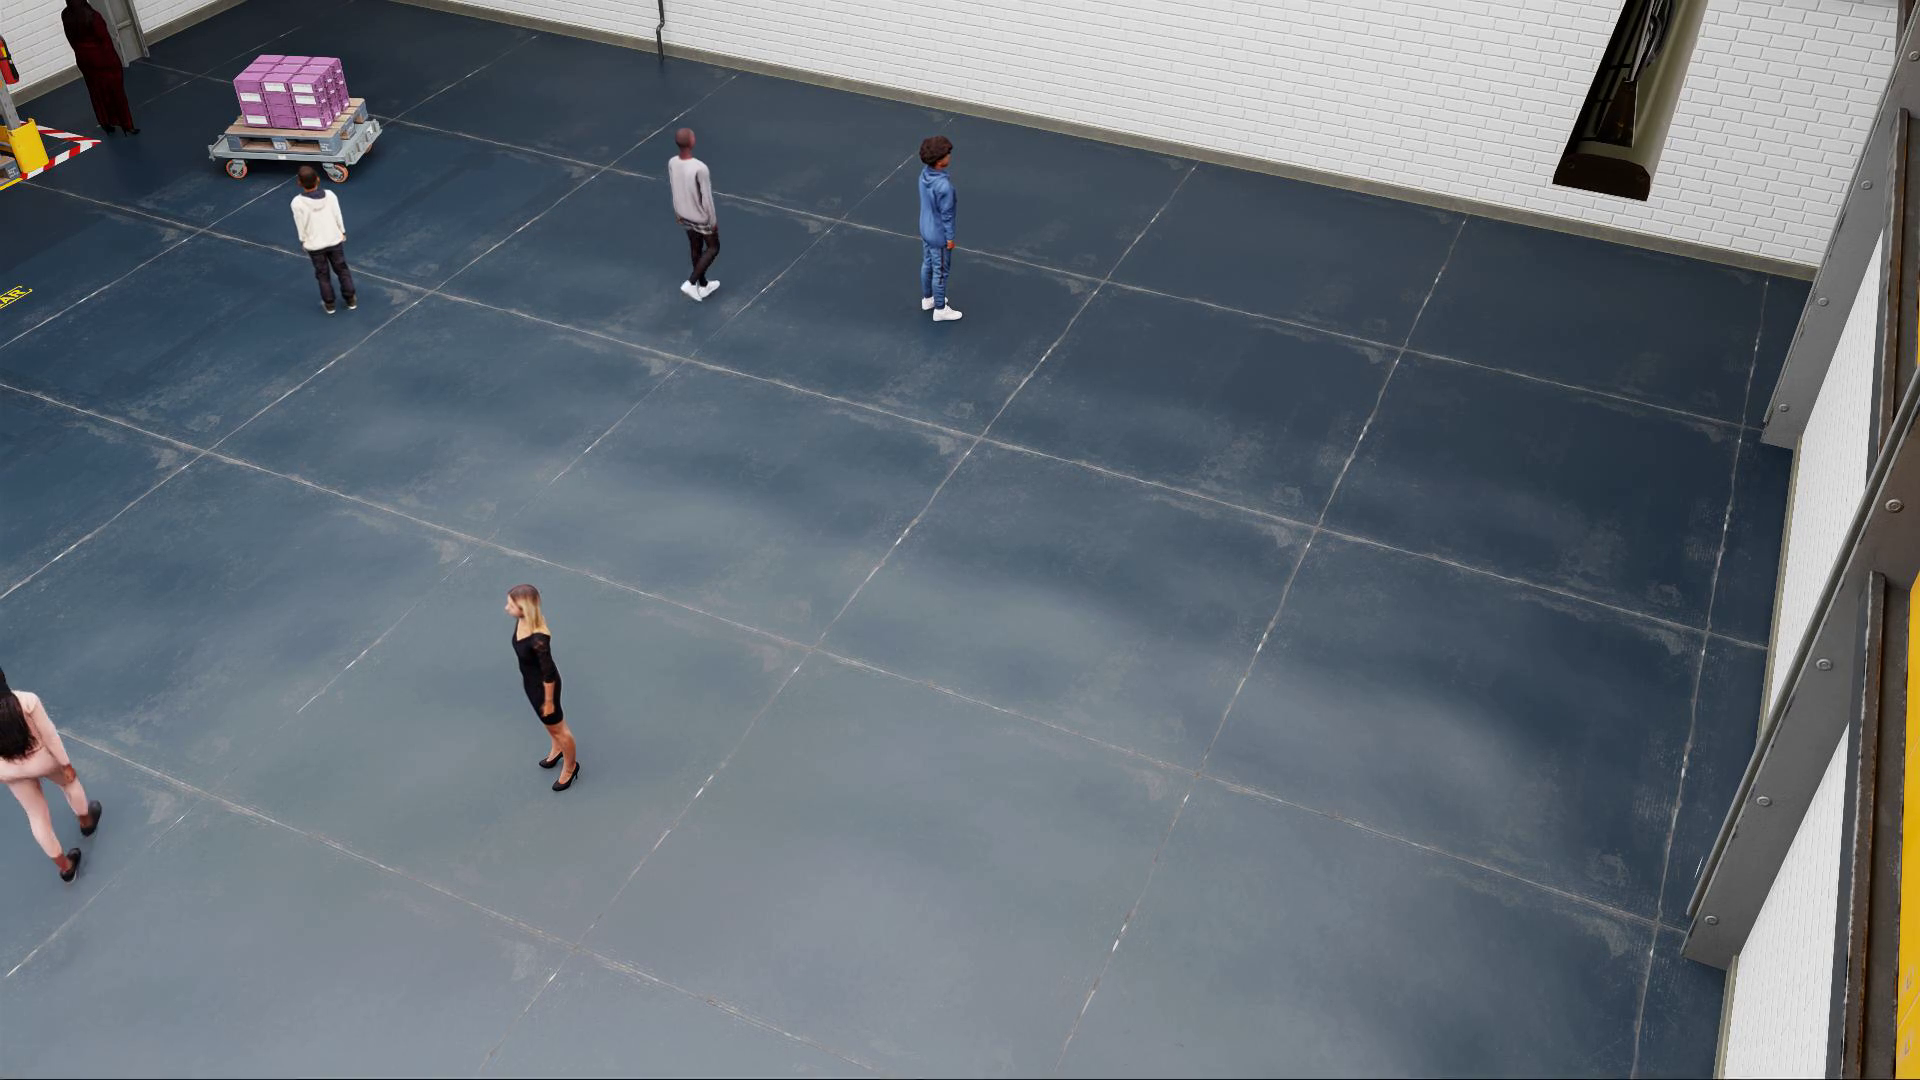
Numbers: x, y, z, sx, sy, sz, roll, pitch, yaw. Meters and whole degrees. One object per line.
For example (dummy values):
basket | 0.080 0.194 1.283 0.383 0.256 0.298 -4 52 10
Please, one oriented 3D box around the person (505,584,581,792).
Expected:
person | -2.718 0.947 10.830 0.634 1.676 0.614 -20 43 -23

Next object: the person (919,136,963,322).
person | -0.212 -2.925 15.572 0.792 1.810 0.759 -17 42 -20

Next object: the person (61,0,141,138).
person | -9.710 -5.396 18.707 0.726 1.757 0.689 7 39 8

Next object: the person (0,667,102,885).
person | -5.701 1.454 10.175 0.925 1.702 1.007 -9 39 -11

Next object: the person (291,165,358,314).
person | -6.028 -2.842 15.755 0.613 1.452 0.705 -20 43 -23

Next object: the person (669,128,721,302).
person | -2.551 -3.034 15.744 0.667 1.765 0.855 20 43 24
